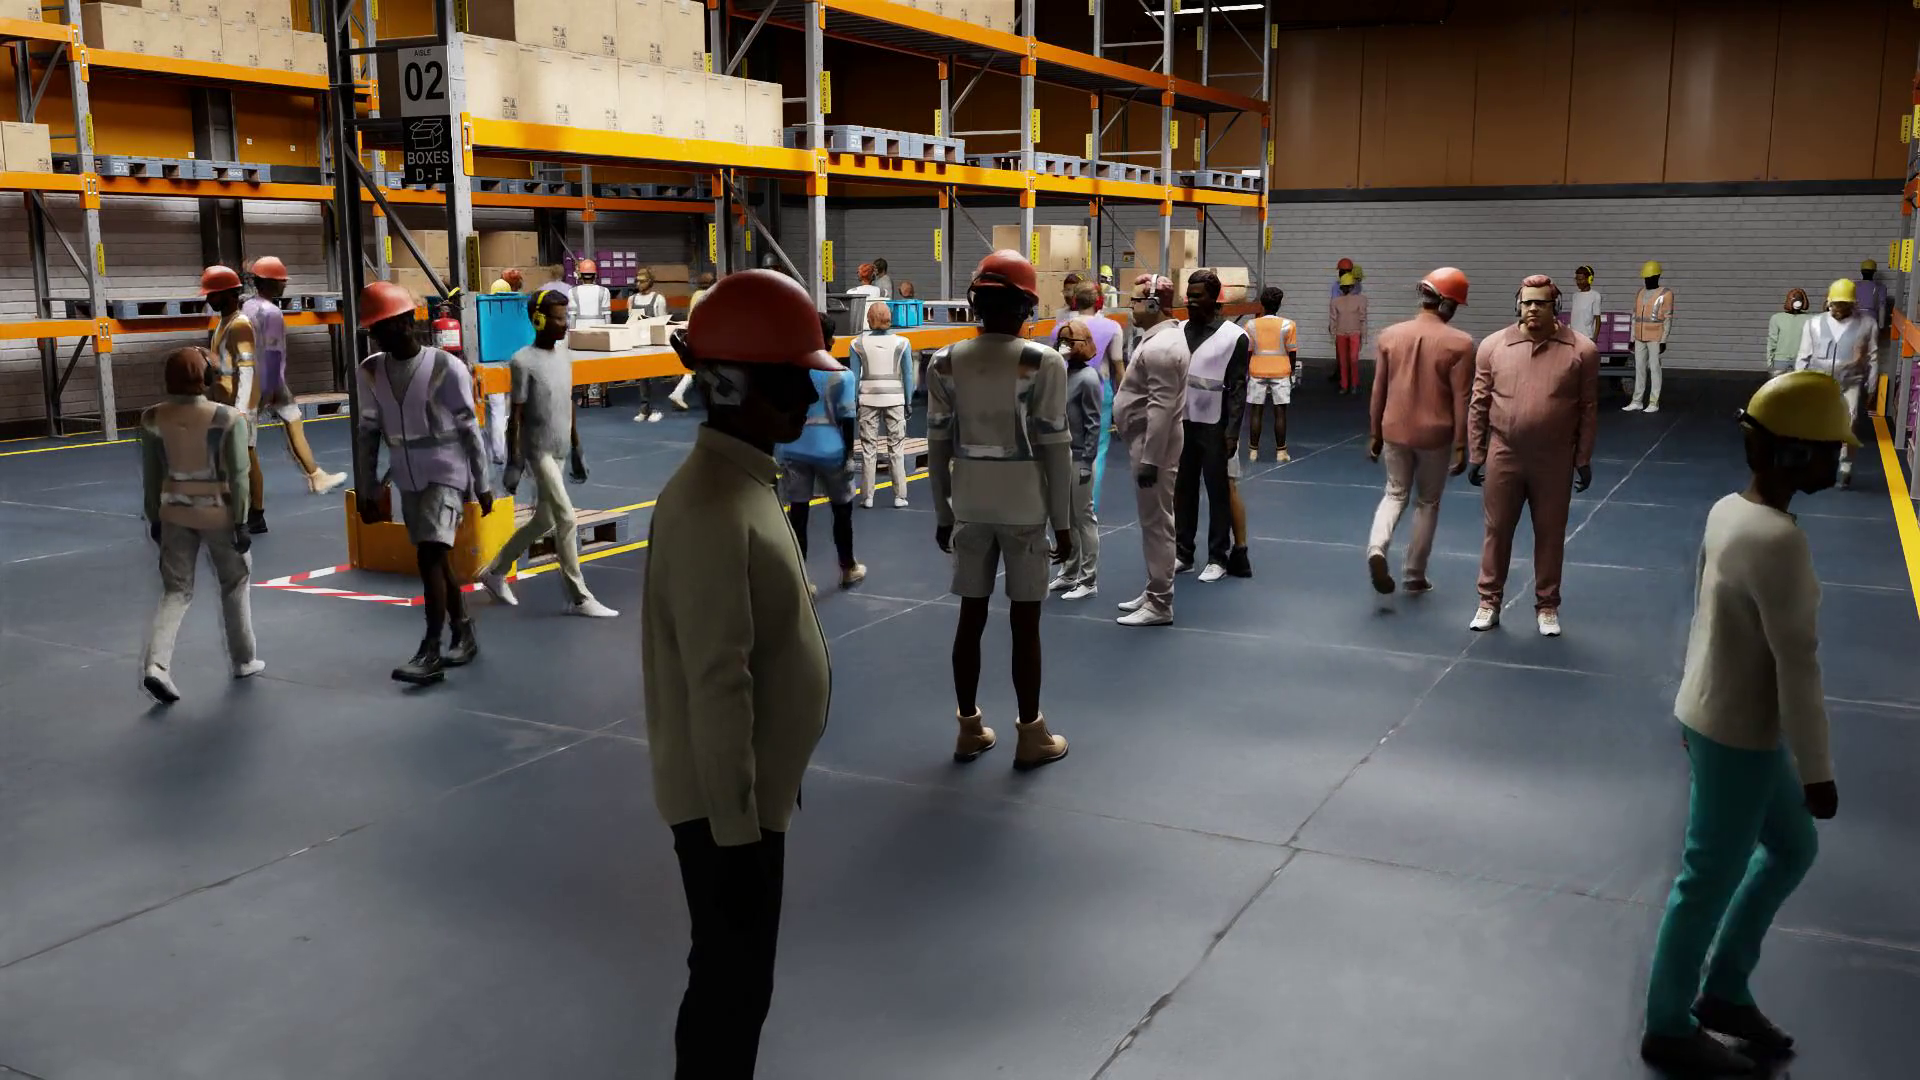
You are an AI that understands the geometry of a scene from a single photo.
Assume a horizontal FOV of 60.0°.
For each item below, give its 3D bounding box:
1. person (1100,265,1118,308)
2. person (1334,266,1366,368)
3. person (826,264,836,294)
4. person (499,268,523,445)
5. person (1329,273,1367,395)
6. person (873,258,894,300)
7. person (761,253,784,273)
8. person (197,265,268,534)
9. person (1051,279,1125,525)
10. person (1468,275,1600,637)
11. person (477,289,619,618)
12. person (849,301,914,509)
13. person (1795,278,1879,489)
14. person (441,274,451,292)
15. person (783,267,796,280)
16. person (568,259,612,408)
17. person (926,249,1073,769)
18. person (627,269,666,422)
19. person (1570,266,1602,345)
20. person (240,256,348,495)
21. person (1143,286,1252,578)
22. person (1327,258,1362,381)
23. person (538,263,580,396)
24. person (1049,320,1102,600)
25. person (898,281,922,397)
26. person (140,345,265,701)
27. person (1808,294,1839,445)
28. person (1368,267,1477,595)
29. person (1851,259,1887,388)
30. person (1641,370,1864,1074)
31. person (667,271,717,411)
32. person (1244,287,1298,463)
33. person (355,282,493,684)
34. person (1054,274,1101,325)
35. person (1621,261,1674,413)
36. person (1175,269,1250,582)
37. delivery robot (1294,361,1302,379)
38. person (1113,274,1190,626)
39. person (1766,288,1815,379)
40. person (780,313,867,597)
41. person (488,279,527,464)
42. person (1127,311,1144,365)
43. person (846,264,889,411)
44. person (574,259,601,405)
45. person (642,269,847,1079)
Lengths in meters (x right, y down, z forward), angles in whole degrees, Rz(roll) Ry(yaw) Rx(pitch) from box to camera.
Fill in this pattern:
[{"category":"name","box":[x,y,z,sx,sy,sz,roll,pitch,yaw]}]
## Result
[{"category":"person","box":[2.255,-3.367,26.003,0.403,1.828,0.601,-8,13,-39]},{"category":"person","box":[6.324,-3.542,27.031,0.431,1.812,0.633,-4,10,-20]},{"category":"person","box":[-1.756,-2.652,21.354,0.376,1.997,0.612,-3,10,-18]},{"category":"person","box":[-4.689,-1.914,17.471,0.611,1.860,0.643,-4,10,-21]},{"category":"person","box":[5.507,-2.912,23.628,0.534,1.729,0.554,5,11,27]},{"category":"person","box":[-1.236,-3.570,26.845,0.378,1.937,0.629,-2,10,-12]},{"category":"person","box":[-2.795,-3.289,24.914,0.688,2.000,0.538,5,11,28]},{"category":"person","box":[-5.231,-0.997,11.958,0.363,1.933,0.543,-7,12,-35]},{"category":"person","box":[0.962,-1.019,12.444,0.578,1.853,0.564,5,11,29]},{"category":"person","box":[3.018,-0.441,8.816,0.651,1.906,0.403,4,11,21]},{"category":"person","box":[-2.360,-0.488,9.329,0.925,1.836,0.517,3,10,18]},{"category":"person","box":[-0.618,-1.057,13.150,0.514,1.642,0.307,0,10,-3]},{"category":"person","box":[7.502,-1.332,14.254,0.620,1.807,0.494,8,12,37]},{"category":"person","box":[-4.460,-1.446,14.823,0.429,1.842,0.636,-2,10,-10]},{"category":"person","box":[-2.786,-3.563,27.187,0.632,1.811,0.871,5,11,27]},{"category":"person","box":[-4.817,-2.682,21.688,0.547,1.941,0.372,-2,10,-9]},{"category":"person","box":[0.170,-0.117,6.562,0.605,2.037,0.388,5,11,26]},{"category":"person","box":[-3.763,-2.315,19.930,0.562,1.831,0.460,4,10,20]},{"category":"person","box":[7.719,-2.466,20.669,0.329,1.865,0.510,-4,11,-22]},{"category":"person","box":[-5.644,-1.318,13.662,0.631,1.987,1.041,9,13,41]},{"category":"person","box":[1.529,-0.737,10.623,0.553,1.882,0.967,-6,11,-30]},{"category":"person","box":[6.069,-3.480,26.307,0.545,1.942,0.349,-5,11,-28]},{"category":"person","box":[-5.570,-2.895,23.113,0.622,1.877,1.071,4,10,21]},{"category":"person","box":[0.659,-0.469,9.763,0.280,1.636,0.500,-4,11,-22]},{"category":"person","box":[-0.737,-2.771,23.078,0.548,1.625,0.390,-2,10,-9]},{"category":"person","box":[-3.514,-0.085,7.621,0.523,1.611,0.800,0,10,3]},{"category":"person","box":[9.198,-1.819,17.578,0.499,1.634,0.285,8,13,40]},{"category":"person","box":[2.624,-0.597,9.632,0.631,1.951,0.707,8,12,37]},{"category":"person","box":[13.591,-3.248,25.007,0.585,1.928,0.366,8,13,40]},{"category":"person","box":[1.947,0.466,4.010,0.533,1.741,0.535,2,10,14]},{"category":"person","box":[-3.313,-2.533,21.260,0.855,1.802,0.663,-8,13,-39]},{"category":"person","box":[2.992,-1.586,16.051,0.535,1.697,0.318,4,10,20]},{"category":"person","box":[-2.557,-0.271,7.878,0.562,1.880,0.886,3,10,17]},{"category":"person","box":[0.988,-1.470,15.015,0.545,1.820,0.942,7,12,34]},{"category":"person","box":[8.750,-2.575,21.129,0.372,1.922,0.585,-5,11,-27]},{"category":"person","box":[1.507,-0.705,10.308,0.587,1.920,0.390,10,14,44]},{"category":"delivery robot","box":[4.785,-2.587,24.876,0.477,0.478,0.707,-5,11,-29]},{"category":"person","box":[1.037,-0.488,9.087,0.409,1.907,0.650,1,10,8]},{"category":"person","box":[9.204,-1.967,18.429,0.503,1.636,0.280,4,10,21]},{"category":"person","box":[-0.809,-0.506,9.856,0.553,1.662,0.781,3,10,18]},{"category":"person","box":[-4.376,-1.610,15.989,0.523,1.769,0.314,-5,11,-26]},{"category":"person","box":[2.012,-1.958,18.126,0.491,1.721,0.668,5,11,28]},{"category":"person","box":[-1.189,-2.594,21.344,0.574,1.884,0.357,-3,10,-18]},{"category":"person","box":[-4.963,-2.764,22.175,0.373,1.940,0.628,-2,10,-10]},{"category":"person","box":[-0.410,0.481,3.232,0.396,1.990,0.622,-1,10,-5]}]
